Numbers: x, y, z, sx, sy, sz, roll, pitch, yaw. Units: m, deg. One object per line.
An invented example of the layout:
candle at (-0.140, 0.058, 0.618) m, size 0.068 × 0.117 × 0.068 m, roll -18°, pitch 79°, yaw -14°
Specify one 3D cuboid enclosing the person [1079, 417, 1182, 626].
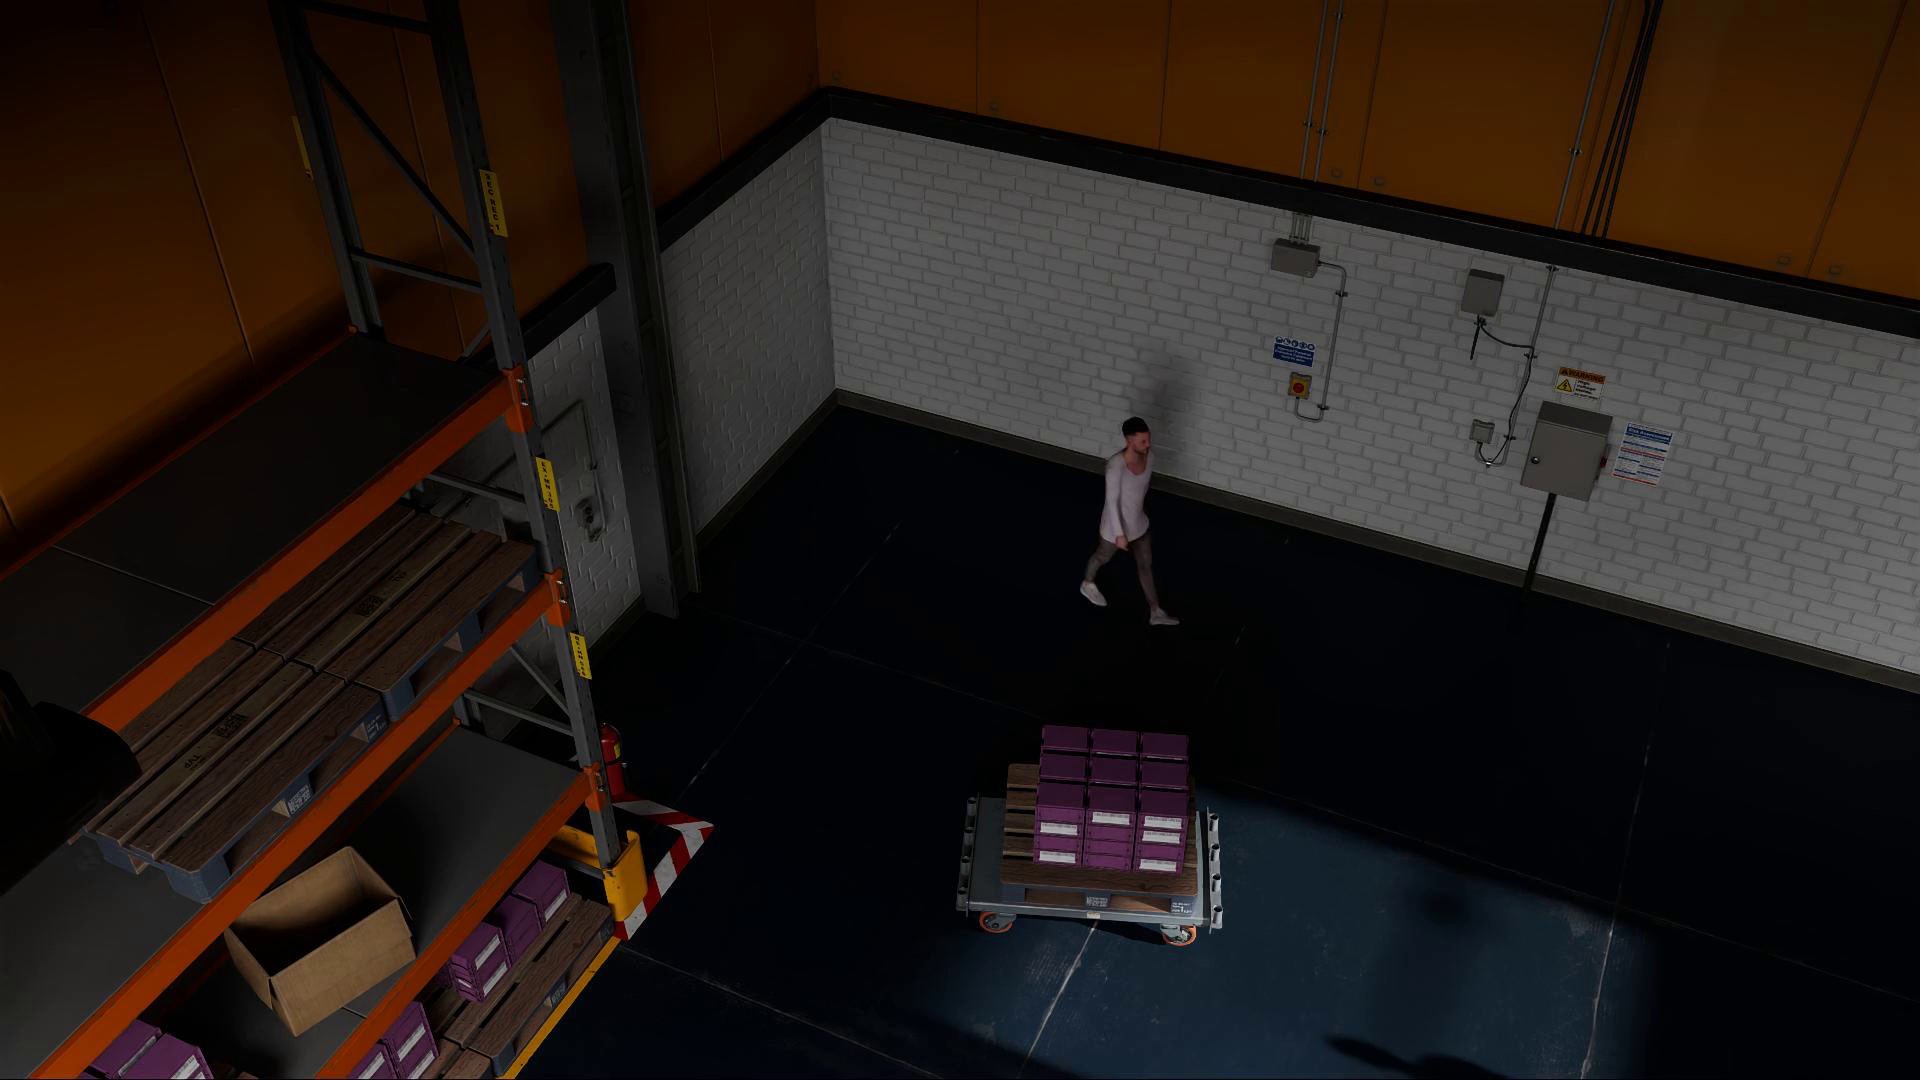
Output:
person at (1.163, -0.173, 12.476) m, size 1.173 × 1.789 × 1.055 m, roll -27°, pitch 46°, yaw -30°
